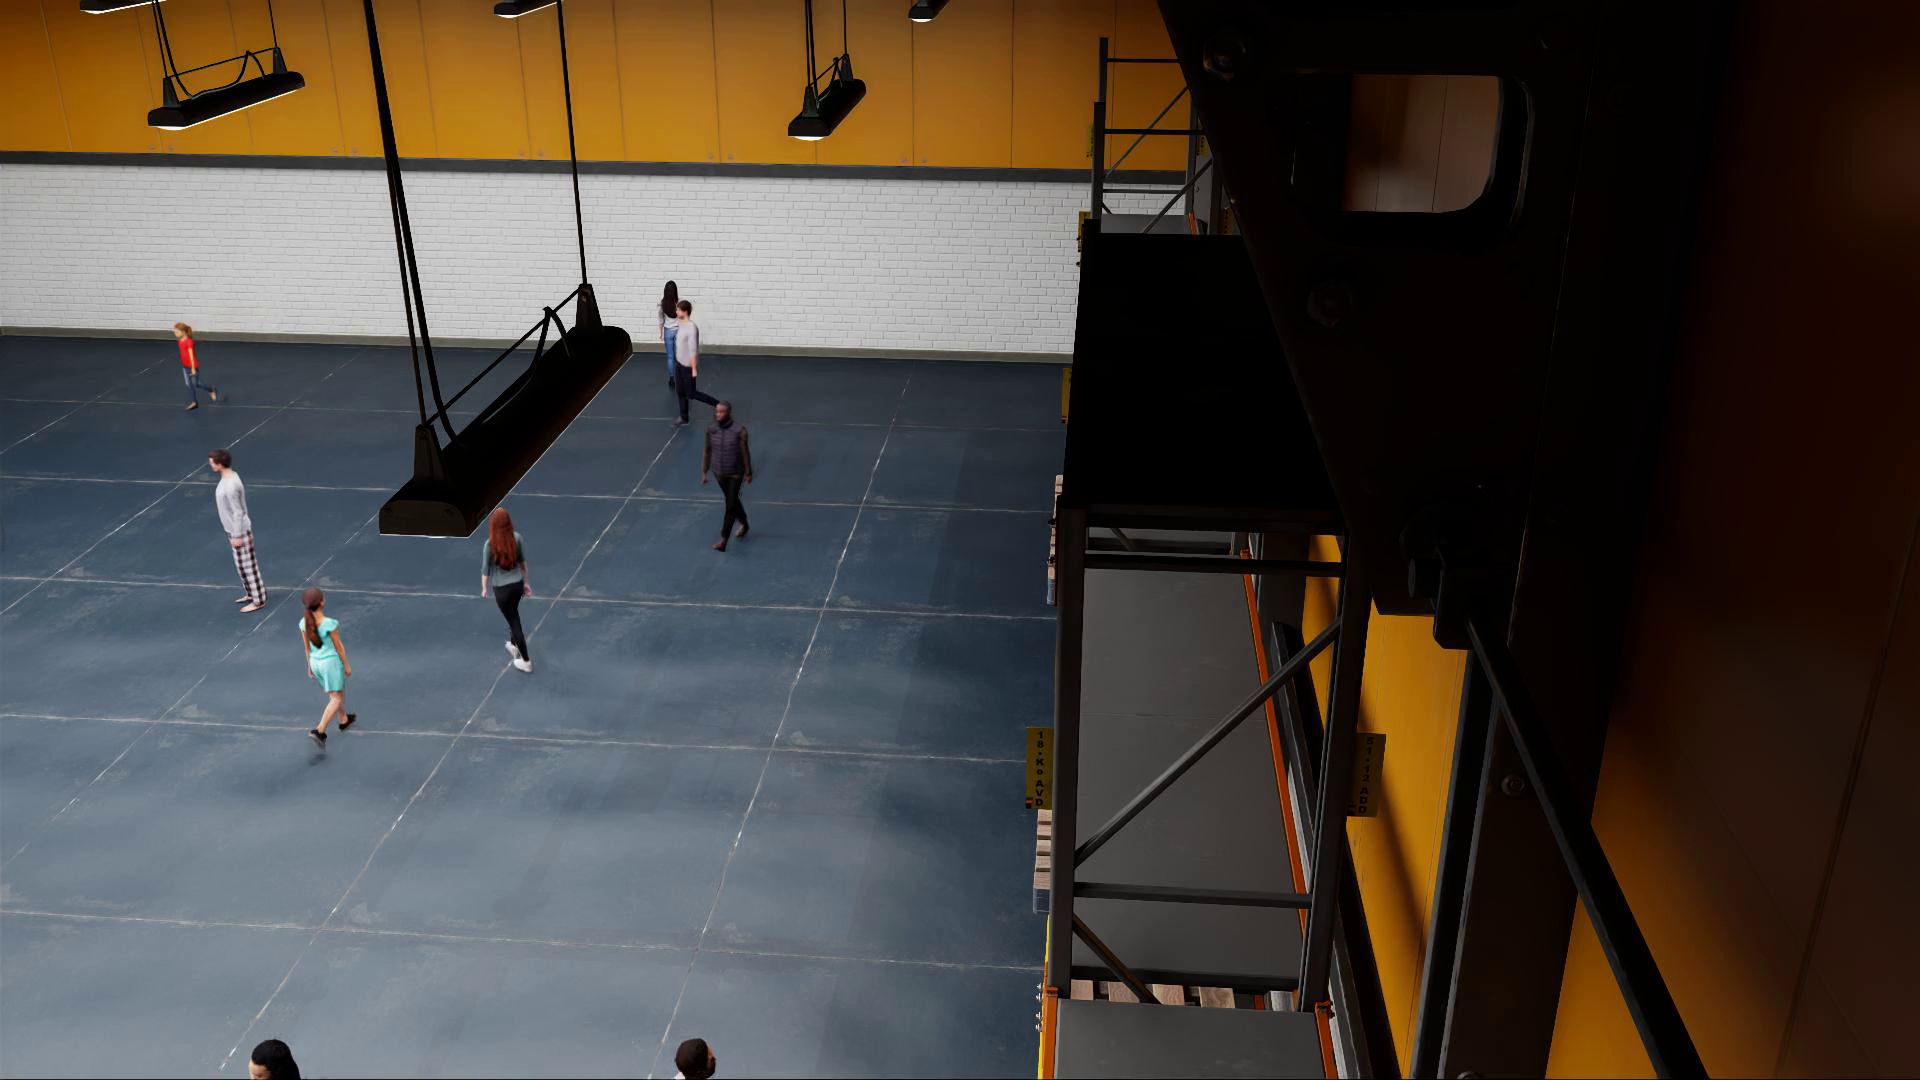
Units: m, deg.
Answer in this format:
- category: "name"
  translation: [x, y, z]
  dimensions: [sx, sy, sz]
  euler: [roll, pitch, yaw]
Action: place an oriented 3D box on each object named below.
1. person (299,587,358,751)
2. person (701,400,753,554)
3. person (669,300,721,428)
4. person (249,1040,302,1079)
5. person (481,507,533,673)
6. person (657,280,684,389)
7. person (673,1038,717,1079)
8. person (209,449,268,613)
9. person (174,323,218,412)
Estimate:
- category: "person"
  translation: [-5.875, 1.190, 15.361]
  dimensions: [0.692, 1.538, 1.028]
  euler: [7, 25, 15]
- category: "person"
  translation: [-2.674, -0.787, 19.582]
  dimensions: [0.932, 1.781, 1.275]
  euler: [8, 25, 19]
- category: "person"
  translation: [-3.753, -2.476, 23.394]
  dimensions: [1.054, 1.822, 1.068]
  euler: [-12, 26, -26]
- category: "person"
  translation: [-3.770, 3.561, 9.771]
  dimensions: [1.087, 1.673, 1.299]
  euler: [18, 29, 35]
- category: "person"
  translation: [-4.474, 0.533, 16.636]
  dimensions: [0.920, 1.722, 0.885]
  euler: [21, 31, 39]
- category: "person"
  translation: [-4.303, -3.116, 25.094]
  dimensions: [0.669, 1.633, 0.639]
  euler: [-7, 25, -15]
- category: "person"
  translation: [-1.576, 3.626, 9.484]
  dimensions: [1.052, 1.783, 1.126]
  euler: [-11, 26, -24]
- category: "person"
  translation: [-7.799, -0.126, 17.989]
  dimensions: [0.770, 1.846, 0.660]
  euler: [-11, 26, -24]
- category: "person"
  translation: [-11.139, -2.543, 24.206]
  dimensions: [0.657, 1.294, 0.800]
  euler: [14, 27, 29]
